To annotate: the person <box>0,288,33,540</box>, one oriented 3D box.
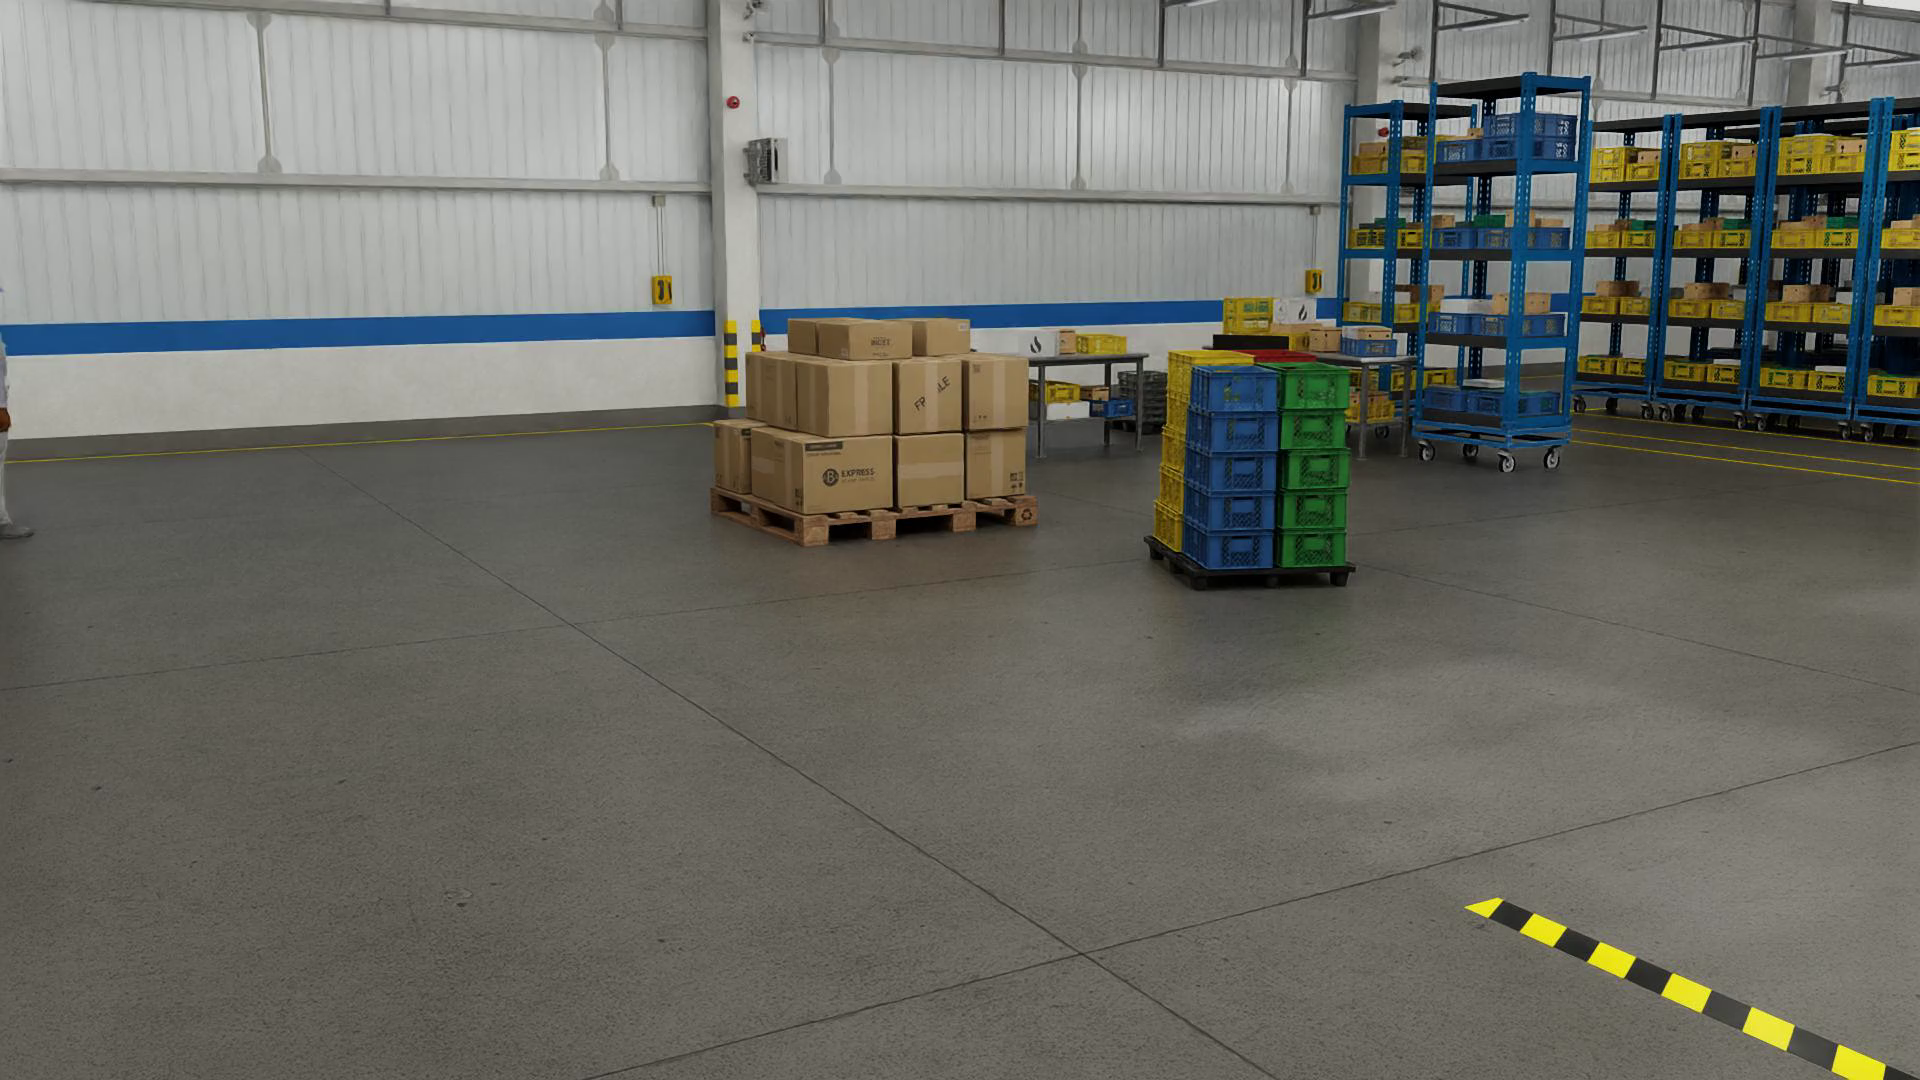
[{"bbox_3d":[-6.922,-0.966,11.791,0.616,1.942,0.408,7,12,34],"label":"person"}]
